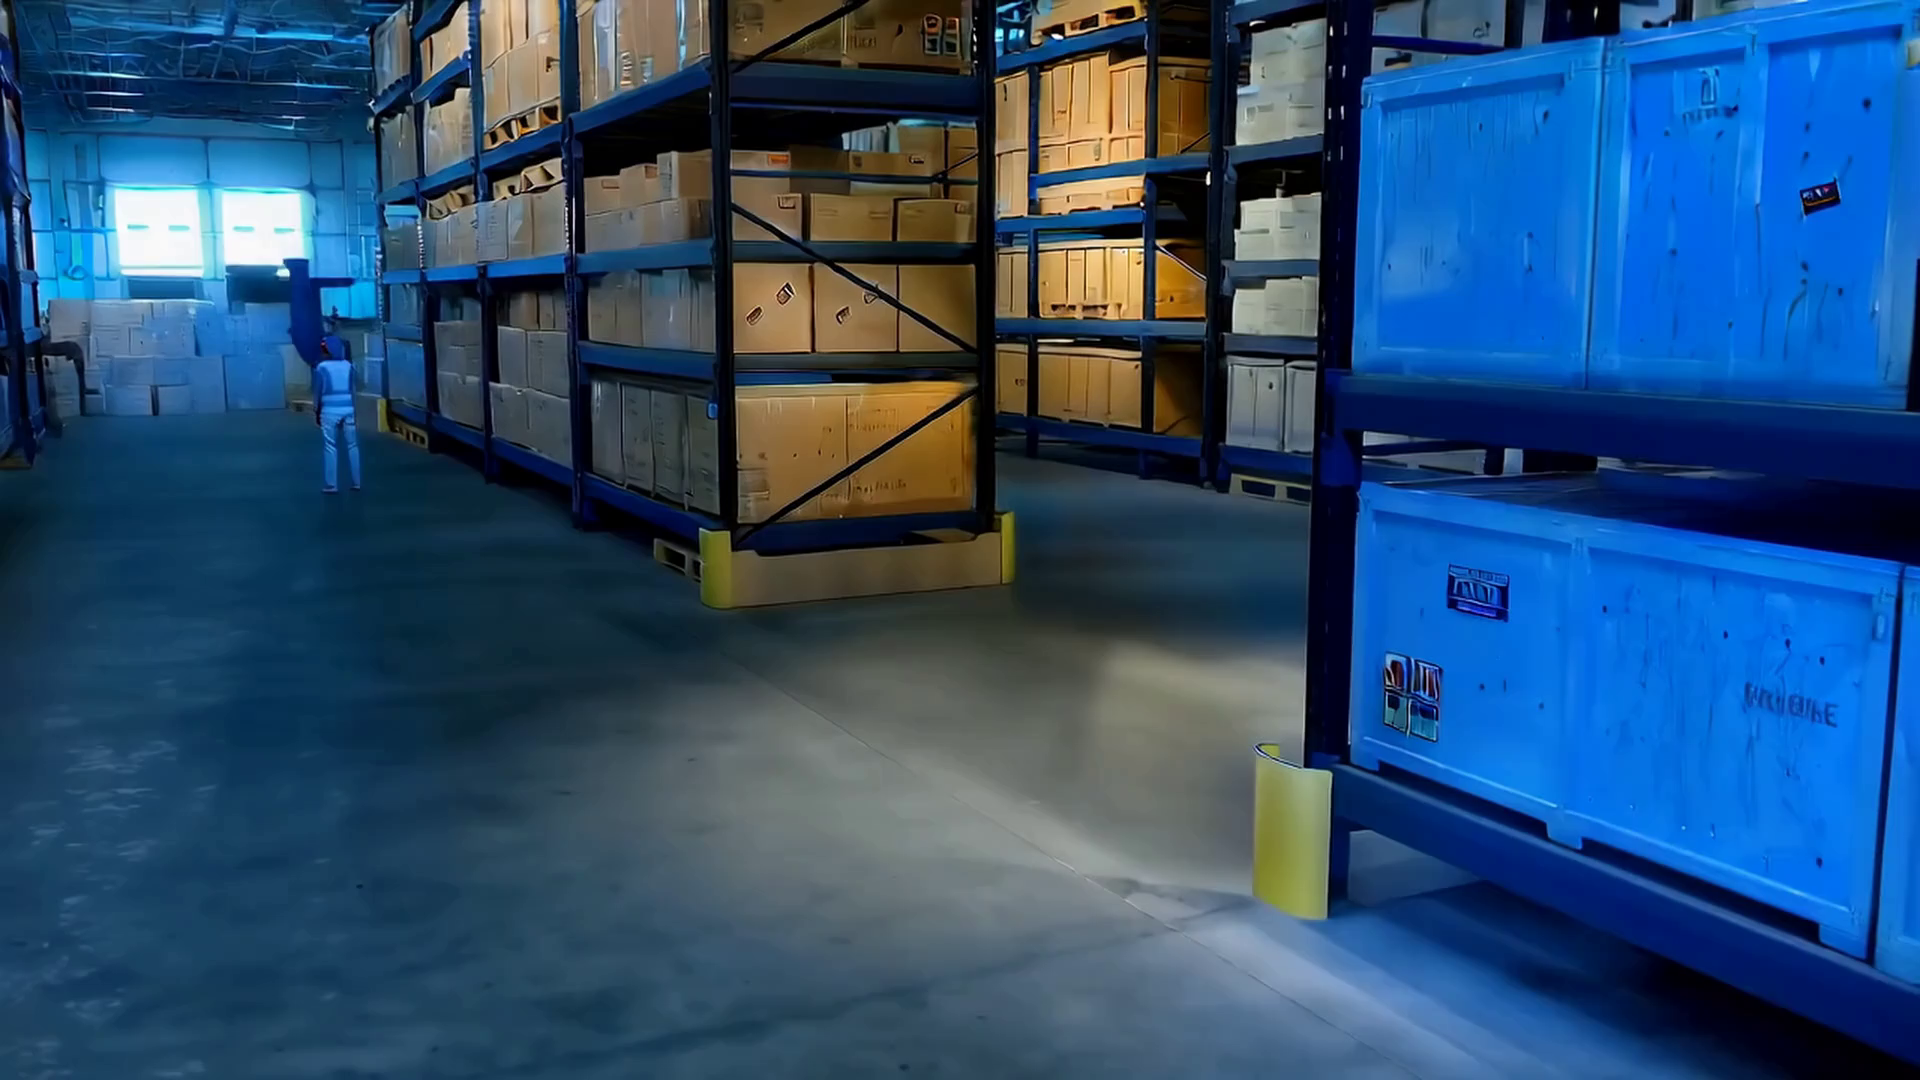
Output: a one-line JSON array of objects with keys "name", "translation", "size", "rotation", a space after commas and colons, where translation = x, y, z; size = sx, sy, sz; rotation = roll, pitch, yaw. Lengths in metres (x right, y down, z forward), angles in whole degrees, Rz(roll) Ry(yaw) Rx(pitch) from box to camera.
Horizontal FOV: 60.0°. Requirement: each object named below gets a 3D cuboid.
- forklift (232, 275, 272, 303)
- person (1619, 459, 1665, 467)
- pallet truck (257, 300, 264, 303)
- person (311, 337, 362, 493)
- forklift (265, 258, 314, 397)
[{"name": "forklift", "translation": [-17.112, -5.252, 40.304], "size": [1.129, 2.768, 1.873], "rotation": [-4, 9, -26]}, {"name": "person", "translation": [2.914, 0.103, 7.072], "size": [0.796, 1.813, 0.579], "rotation": [-1, 8, -5]}, {"name": "pallet truck", "translation": [-23.913, -7.404, 58.171], "size": [1.885, 1.965, 0.823], "rotation": [-1, 8, -9]}, {"name": "person", "translation": [-6.507, -1.300, 17.351], "size": [0.316, 1.629, 0.512], "rotation": [6, 10, 38]}, {"name": "forklift", "translation": [-13.290, -4.266, 33.509], "size": [1.873, 2.768, 1.129], "rotation": [-4, 9, -26]}]
